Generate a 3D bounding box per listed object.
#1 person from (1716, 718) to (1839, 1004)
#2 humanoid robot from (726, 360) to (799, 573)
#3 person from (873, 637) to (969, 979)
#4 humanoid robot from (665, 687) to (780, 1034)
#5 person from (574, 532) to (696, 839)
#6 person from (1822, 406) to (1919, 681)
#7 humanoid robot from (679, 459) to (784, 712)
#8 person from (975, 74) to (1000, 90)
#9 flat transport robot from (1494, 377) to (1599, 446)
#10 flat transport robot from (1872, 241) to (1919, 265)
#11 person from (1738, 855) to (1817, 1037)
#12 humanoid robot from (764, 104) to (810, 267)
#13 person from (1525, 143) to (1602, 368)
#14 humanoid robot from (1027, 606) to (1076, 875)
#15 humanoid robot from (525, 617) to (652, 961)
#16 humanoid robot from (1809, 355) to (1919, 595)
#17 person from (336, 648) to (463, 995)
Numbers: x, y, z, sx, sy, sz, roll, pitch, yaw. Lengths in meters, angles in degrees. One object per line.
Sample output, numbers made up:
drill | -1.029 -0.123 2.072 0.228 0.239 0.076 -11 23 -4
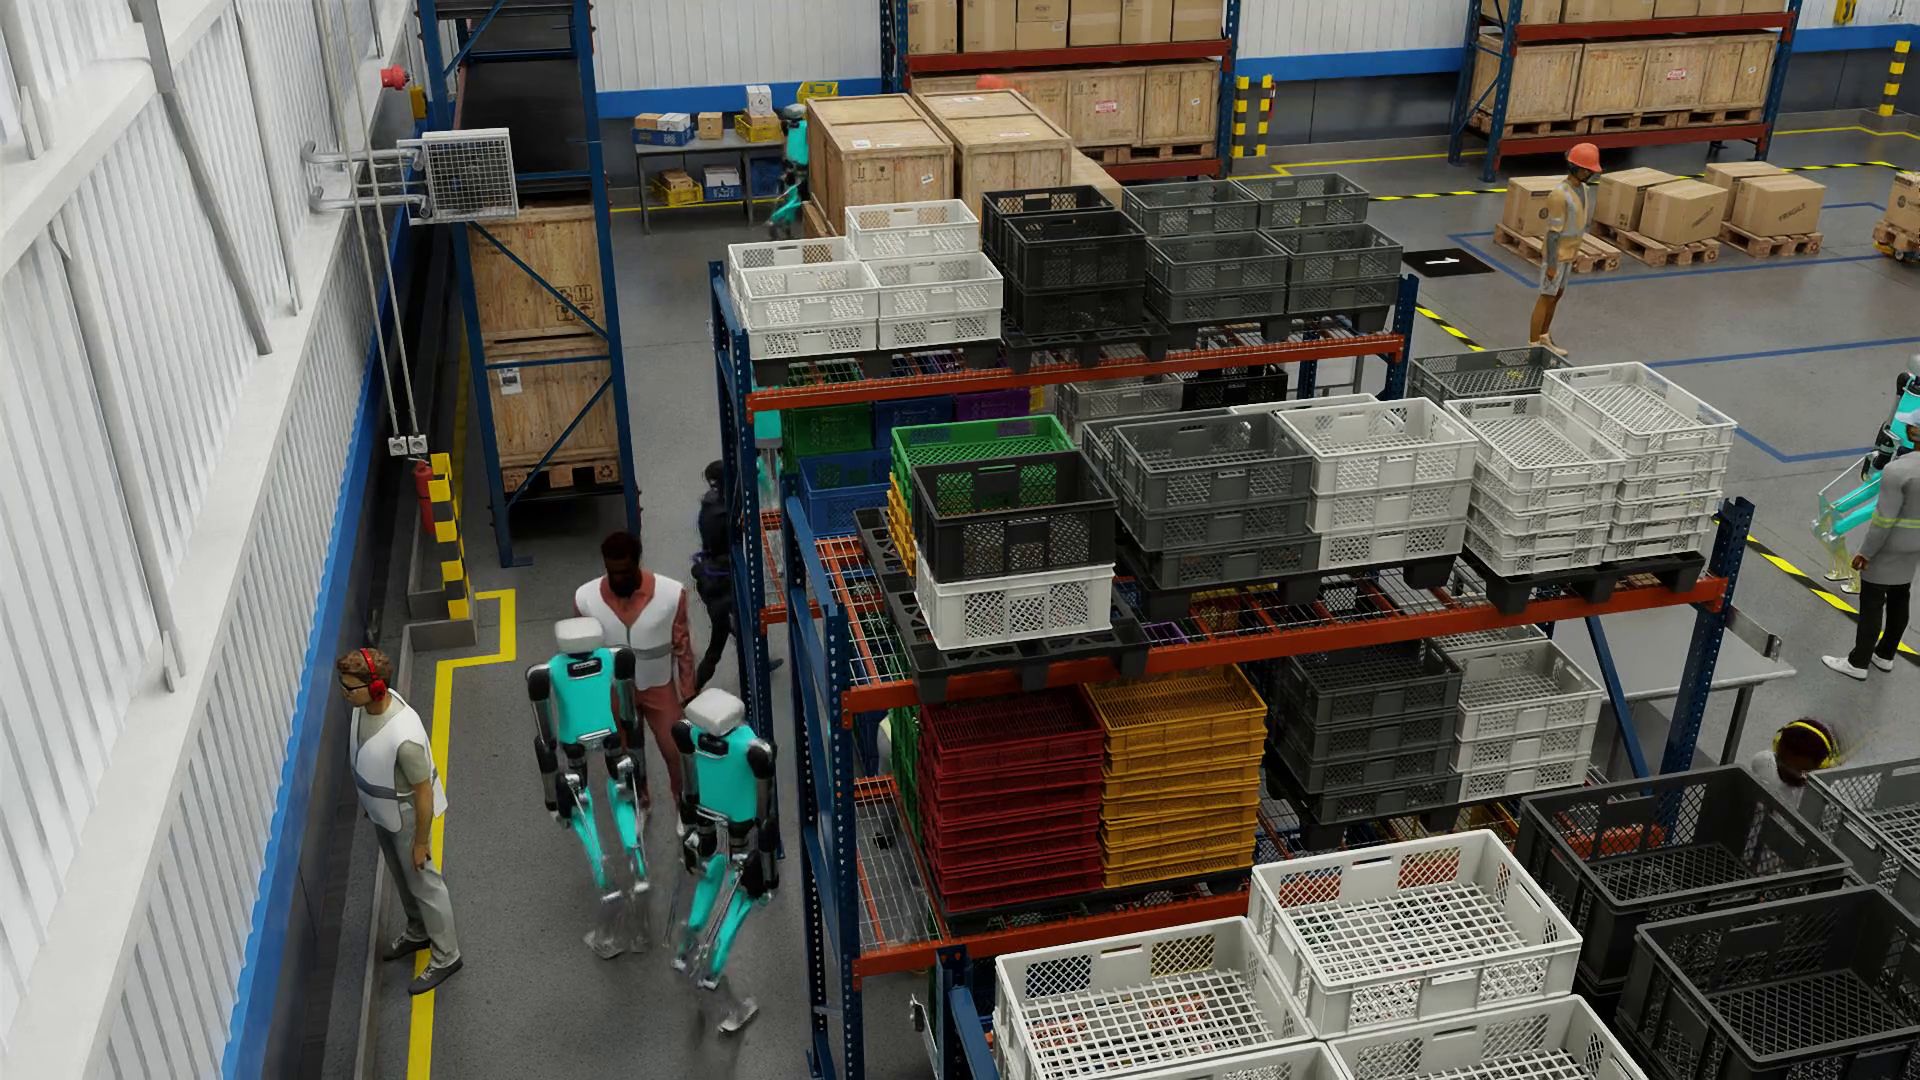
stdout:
person | 3.630 1.550 7.445 0.781 1.830 0.495 -6 28 -12
humanoid robot | -1.306 -0.589 11.656 0.555 1.837 0.894 2 28 3
person | -0.155 1.276 7.946 0.620 1.838 0.429 -20 34 -33
humanoid robot | -1.140 1.581 7.520 0.551 1.836 0.685 15 31 26
person | -1.699 0.772 8.849 0.598 1.895 0.436 -2 28 -4
person | 5.796 0.004 10.340 0.599 1.850 0.390 -11 30 -20
humanoid robot | -1.424 0.263 10.077 0.769 1.624 0.616 -14 31 -25
person | 0.416 -4.104 18.090 0.936 1.902 0.536 -4 28 -8
flat transport robot | 4.780 -1.036 14.013 0.659 0.231 1.431 -6 28 -12
flat transport robot | 10.548 -3.032 17.769 0.652 0.197 1.431 -6 28 -12
person | 3.241 1.958 6.680 0.817 1.809 0.523 -9 29 -16
humanoid robot | -1.828 -3.633 17.391 1.057 1.735 0.551 -23 36 -37
person | 5.464 -2.581 15.048 0.383 2.039 0.604 20 34 33
humanoid robot | 0.423 1.048 8.545 0.375 1.656 0.599 1 28 2
humanoid robot | -1.695 1.276 8.036 0.547 1.746 0.776 -15 31 -26
humanoid robot | 6.075 -0.427 11.143 0.735 1.672 0.533 -1 28 -2
person | -2.646 1.303 7.881 0.381 1.844 0.569 -23 35 -36
